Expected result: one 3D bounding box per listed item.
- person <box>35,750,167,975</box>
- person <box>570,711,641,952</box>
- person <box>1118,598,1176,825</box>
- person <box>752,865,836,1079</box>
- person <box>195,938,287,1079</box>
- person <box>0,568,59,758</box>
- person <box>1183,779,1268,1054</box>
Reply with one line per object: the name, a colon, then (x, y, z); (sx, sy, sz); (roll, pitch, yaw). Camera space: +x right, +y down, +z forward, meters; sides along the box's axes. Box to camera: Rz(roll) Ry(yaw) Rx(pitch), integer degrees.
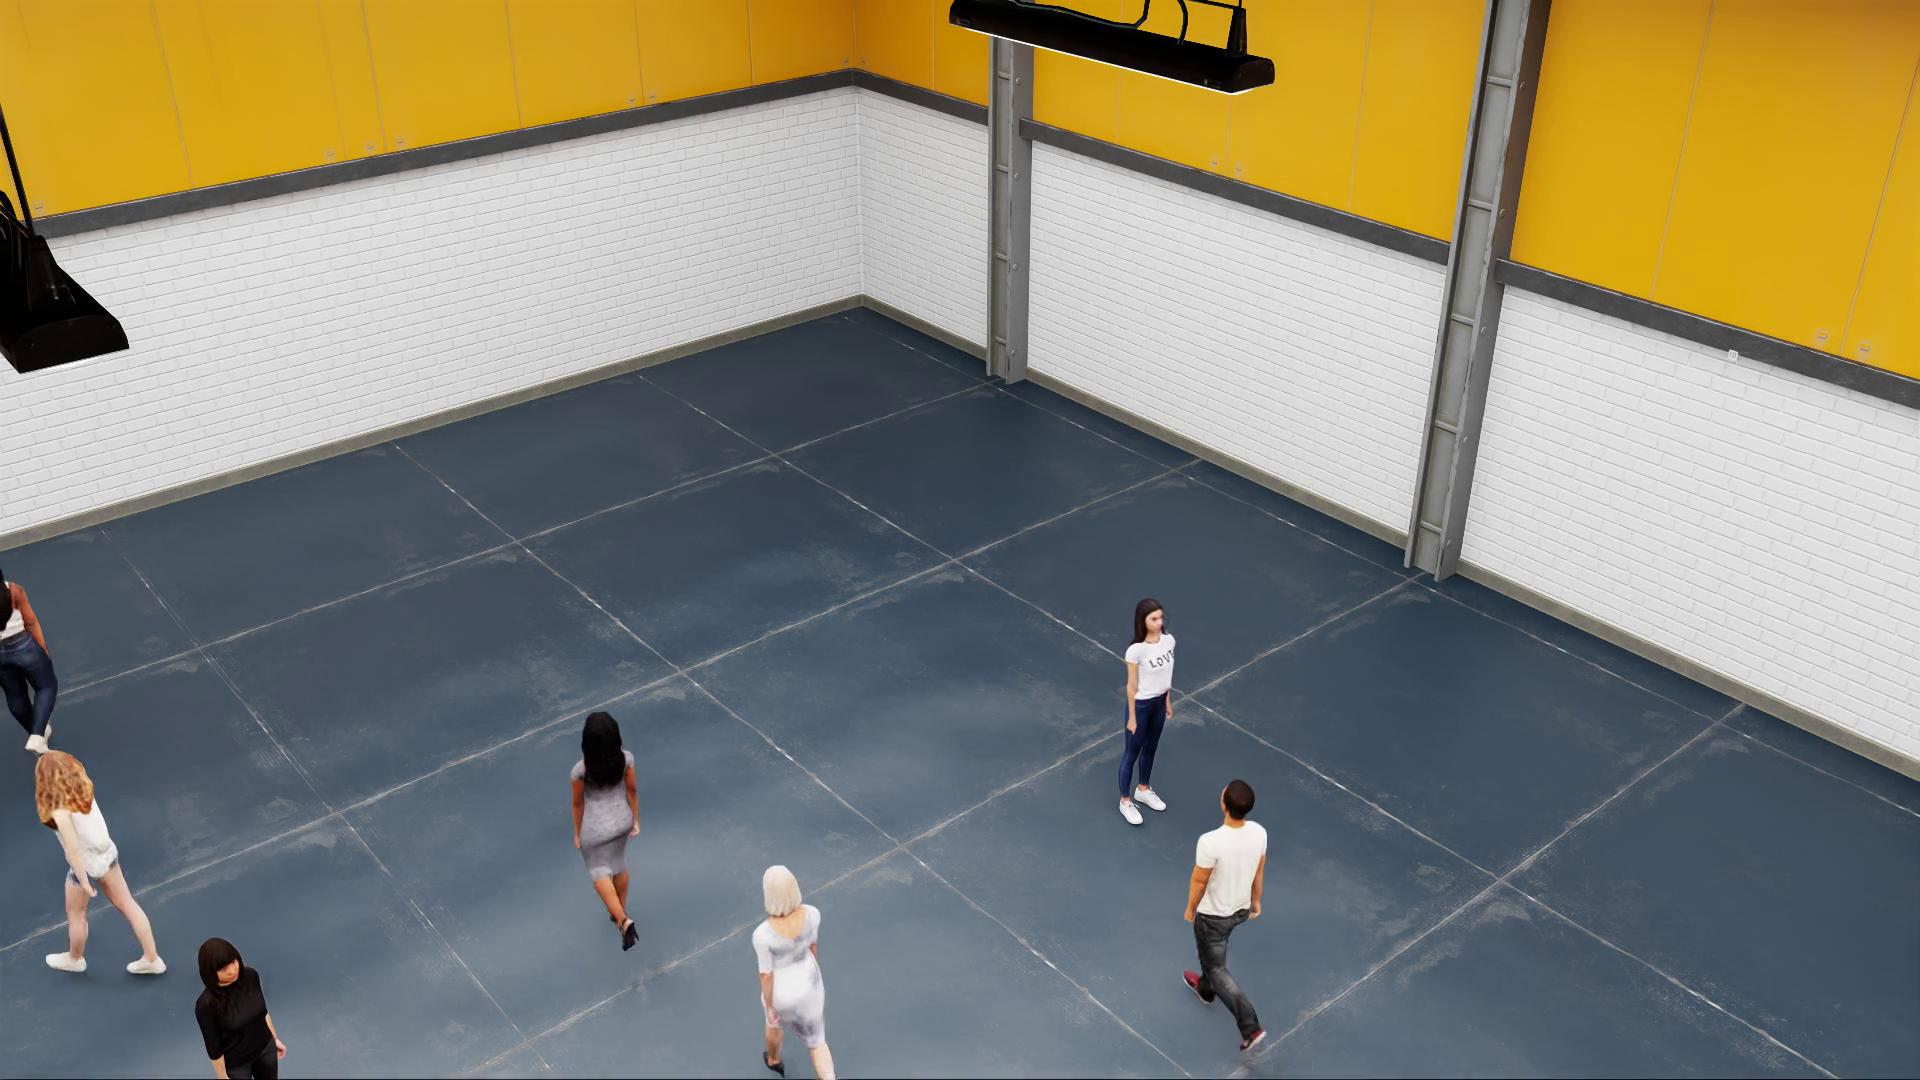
person: (-5.357, 2.063, 10.472); (1.043, 1.732, 0.971); (3, 29, 6)
person: (-2.242, 1.915, 10.710); (0.650, 1.765, 0.878); (-17, 33, -28)
person: (1.331, 1.215, 11.985); (0.577, 1.772, 0.508); (-22, 35, -34)
person: (-0.902, 2.617, 9.478); (0.739, 1.713, 1.139); (-13, 31, -23)
person: (-3.945, 2.831, 9.159); (0.626, 1.642, 0.639); (13, 31, 23)
person: (-7.145, 0.903, 12.533); (0.887, 1.796, 1.045); (-7, 29, -12)
person: (1.637, 2.277, 10.036); (0.722, 1.775, 1.110); (-17, 33, -28)
